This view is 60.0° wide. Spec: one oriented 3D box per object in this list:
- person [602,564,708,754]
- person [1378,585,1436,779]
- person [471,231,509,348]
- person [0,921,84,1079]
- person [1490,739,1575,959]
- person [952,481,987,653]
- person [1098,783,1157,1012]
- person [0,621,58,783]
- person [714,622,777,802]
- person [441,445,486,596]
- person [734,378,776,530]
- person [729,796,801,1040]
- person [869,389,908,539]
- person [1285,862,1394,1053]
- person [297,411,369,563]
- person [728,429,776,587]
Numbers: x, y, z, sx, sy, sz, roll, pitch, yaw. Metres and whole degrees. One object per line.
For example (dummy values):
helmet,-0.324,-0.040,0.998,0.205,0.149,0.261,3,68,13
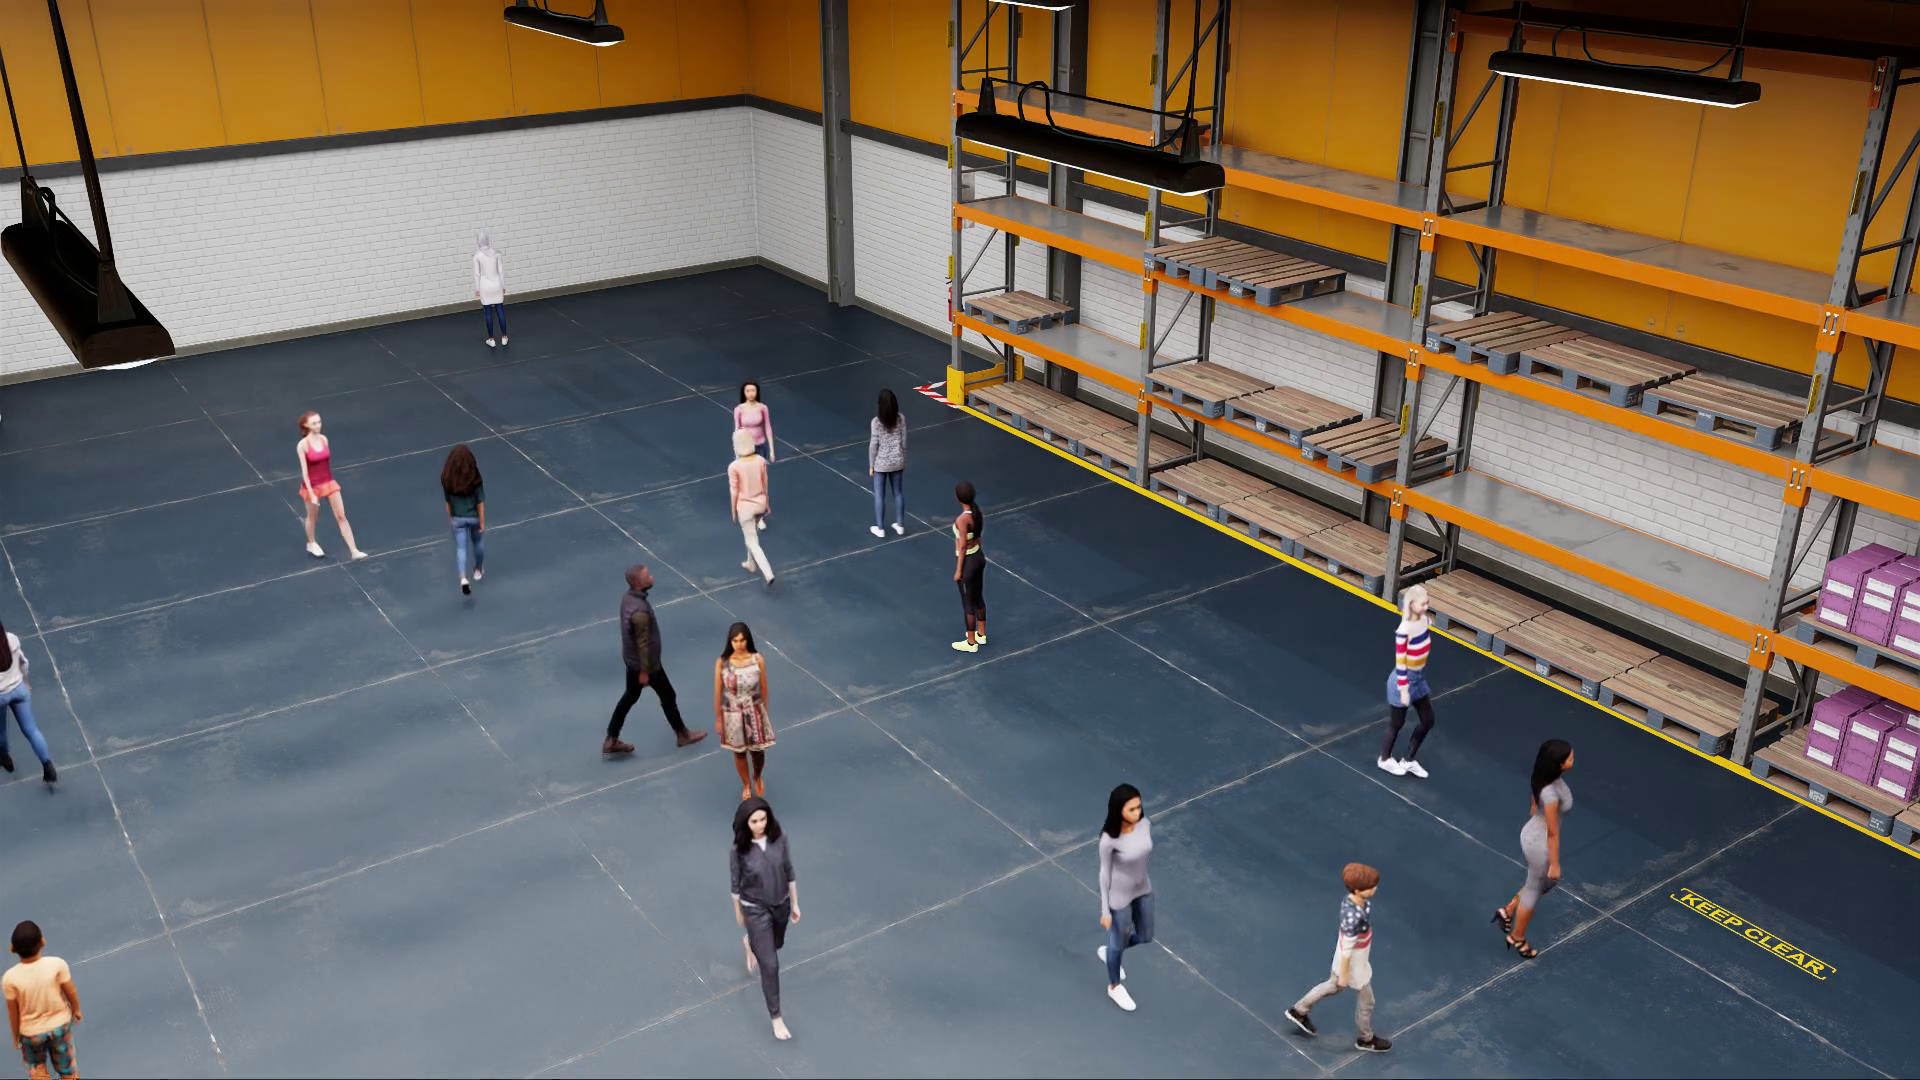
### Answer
person,-2.818,1.071,14.343,0.940,1.792,1.163,-9,25,-20
person,3.716,1.182,14.087,0.703,1.793,0.719,-20,31,-39
person,-7.259,-3.888,25.707,0.648,1.775,0.584,-11,26,-24
person,-5.636,3.034,10.269,0.549,1.457,0.539,-15,28,-31
person,4.010,2.196,11.791,0.818,1.774,0.758,5,24,12
person,0.104,0.252,16.264,0.634,1.754,0.637,13,27,27
person,1.067,2.397,11.394,0.627,1.724,0.691,-18,29,-35
person,-7.941,1.347,13.957,1.136,1.594,0.830,18,29,35
person,-1.808,1.398,13.791,0.758,1.634,0.773,-4,24,-8
person,-5.212,-0.196,17.489,0.871,1.592,1.132,-4,24,-9
person,-2.401,-1.056,19.327,0.826,1.698,1.193,-7,25,-15
person,-1.351,2.453,11.267,0.610,1.722,1.116,-14,27,-28
person,-0.812,-0.877,18.874,0.641,1.731,0.569,-12,26,-25
person,2.517,2.746,10.982,0.975,1.414,0.909,4,24,9
person,-7.068,-0.570,18.205,1.203,1.705,0.790,18,29,35
person,-2.170,-0.305,17.621,0.617,1.687,1.076,-16,28,-33
